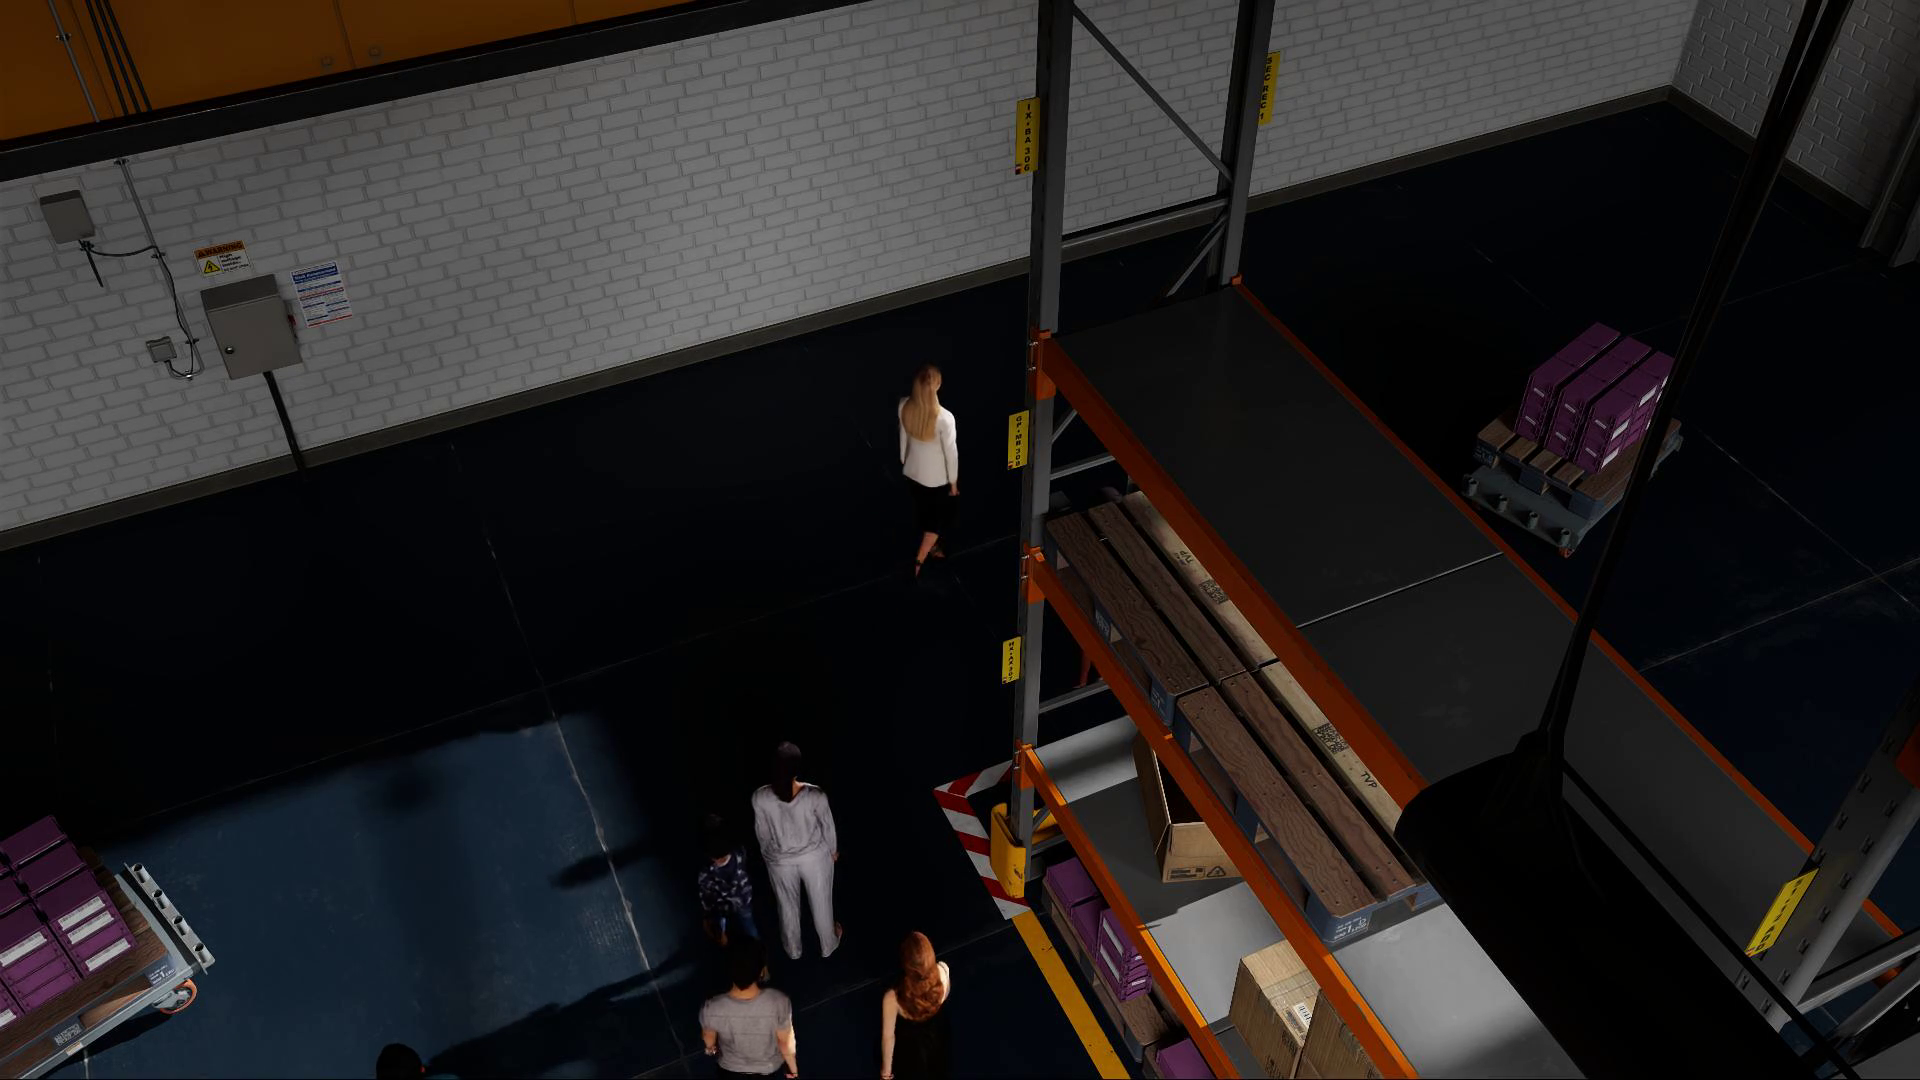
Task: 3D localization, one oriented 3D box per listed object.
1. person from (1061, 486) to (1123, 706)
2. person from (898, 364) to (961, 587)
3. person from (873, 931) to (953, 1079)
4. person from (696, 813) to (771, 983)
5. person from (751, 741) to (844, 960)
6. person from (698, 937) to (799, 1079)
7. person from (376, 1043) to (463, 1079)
[{"bbox_3d":[0.988,0.312,10.593,0.653,1.772,0.719,-15,46,-15],"label":"person"},{"bbox_3d":[-0.260,-0.382,11.267,0.934,1.845,0.942,22,48,22],"label":"person"},{"bbox_3d":[-0.167,2.579,8.335,0.675,1.603,0.767,-22,48,-21],"label":"person"},{"bbox_3d":[-1.249,1.992,9.221,0.549,1.231,0.845,-24,48,-23],"label":"person"},{"bbox_3d":[-0.885,1.728,9.103,0.673,1.775,0.678,0,44,0],"label":"person"},{"bbox_3d":[-1.030,2.630,8.231,0.798,1.673,1.168,-8,44,-9],"label":"person"},{"bbox_3d":[-2.462,2.910,7.864,0.630,1.773,0.517,-21,47,-21],"label":"person"}]
